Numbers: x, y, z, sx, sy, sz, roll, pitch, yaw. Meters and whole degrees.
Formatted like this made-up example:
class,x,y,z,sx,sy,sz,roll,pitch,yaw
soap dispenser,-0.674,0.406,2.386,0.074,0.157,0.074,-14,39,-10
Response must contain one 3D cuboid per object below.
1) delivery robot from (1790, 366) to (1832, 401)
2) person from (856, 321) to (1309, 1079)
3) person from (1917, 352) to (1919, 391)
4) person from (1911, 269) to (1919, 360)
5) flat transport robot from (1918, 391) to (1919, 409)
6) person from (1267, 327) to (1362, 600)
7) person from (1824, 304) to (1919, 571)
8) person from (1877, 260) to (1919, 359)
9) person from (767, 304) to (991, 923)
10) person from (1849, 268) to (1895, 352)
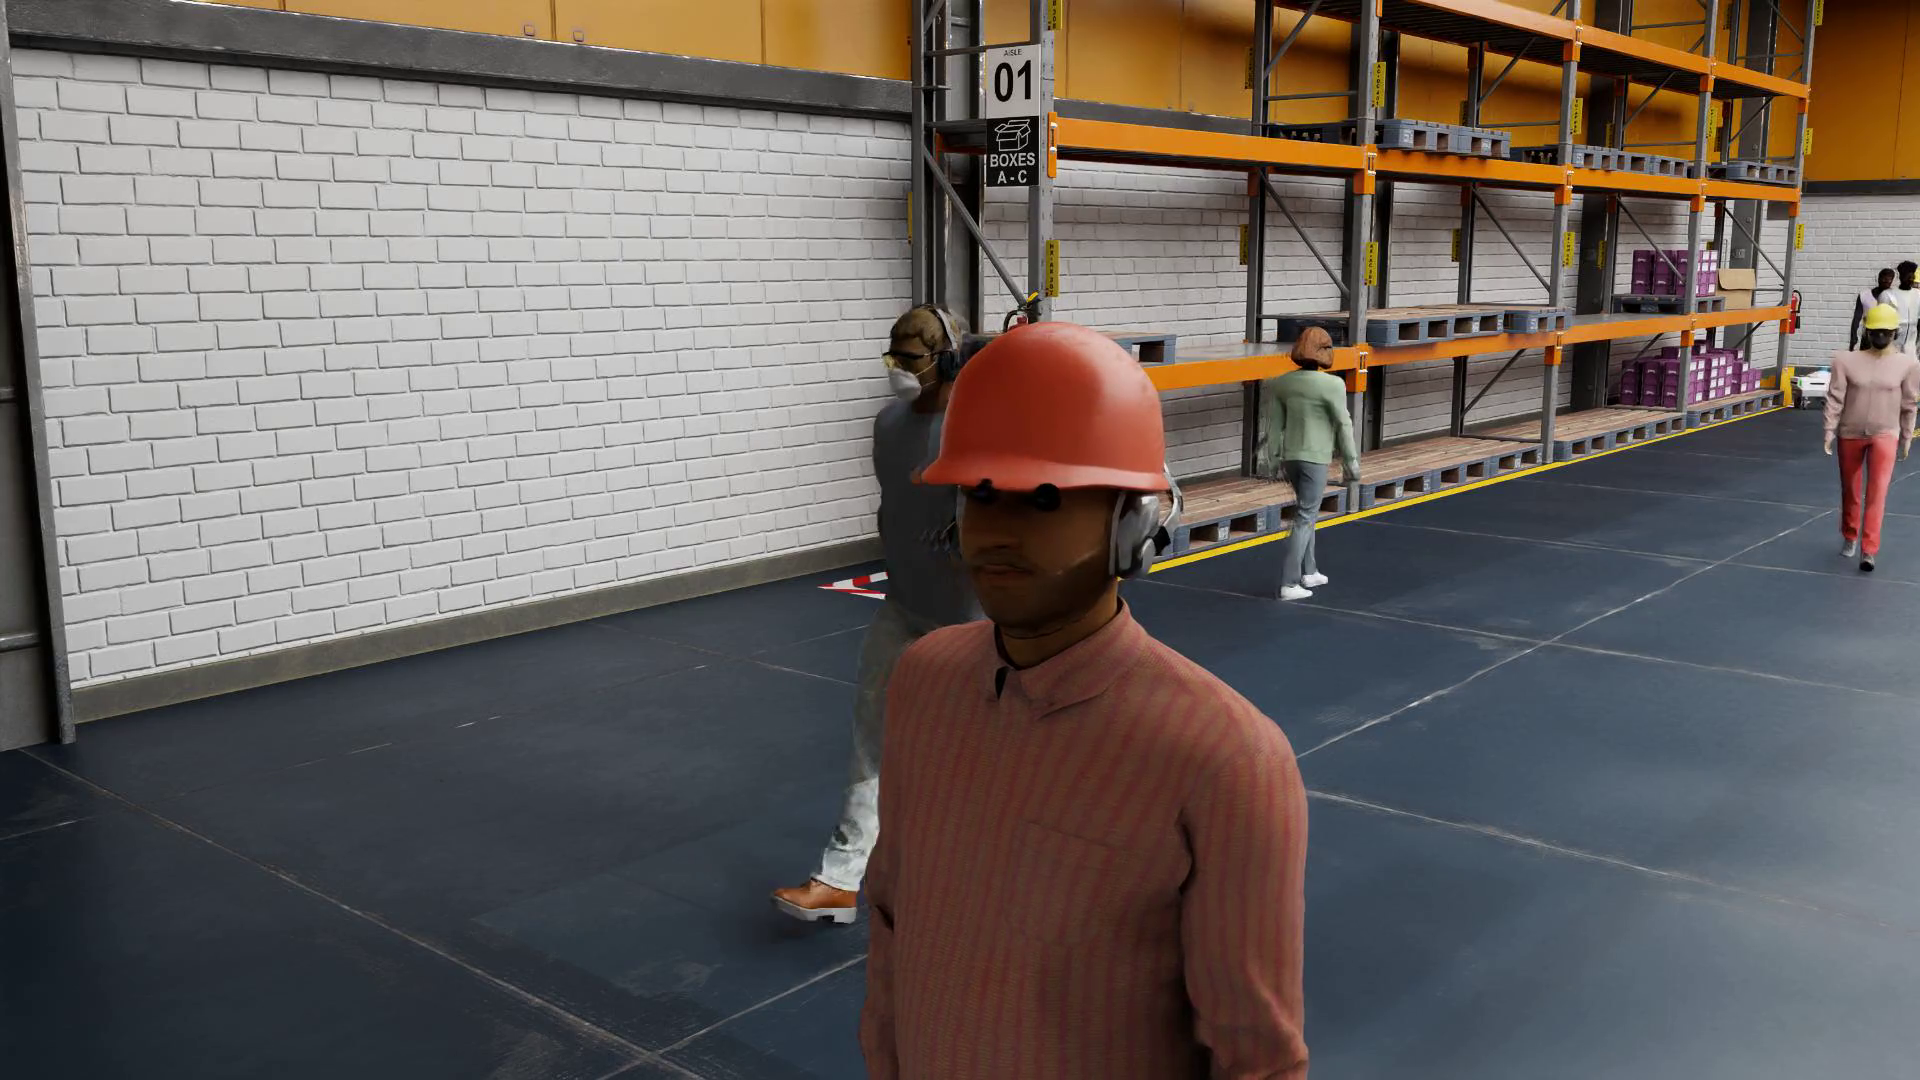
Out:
class,x,y,z,sx,sy,sz,roll,pitch,yaw
delivery robot,11.075,-1.992,21.383,0.707,0.478,0.477,1,10,4
person,0.097,0.754,1.910,0.372,1.997,0.620,-10,14,-43
person,13.782,-2.959,23.176,0.981,1.946,0.653,5,11,26
person,12.546,-2.692,22.064,0.606,1.804,0.534,6,12,32
flat transport robot,11.992,-1.797,21.346,0.652,0.197,1.431,8,13,38
person,2.143,-0.458,9.923,0.695,1.610,0.508,-7,12,-35
person,5.952,-0.680,10.890,0.525,1.716,0.953,6,12,32
person,11.829,-2.569,21.039,0.618,1.936,0.792,0,10,-1
person,-0.158,0.257,5.004,0.945,1.897,0.664,-8,13,-40
person,12.273,-2.739,22.316,0.618,1.835,1.132,4,11,21
